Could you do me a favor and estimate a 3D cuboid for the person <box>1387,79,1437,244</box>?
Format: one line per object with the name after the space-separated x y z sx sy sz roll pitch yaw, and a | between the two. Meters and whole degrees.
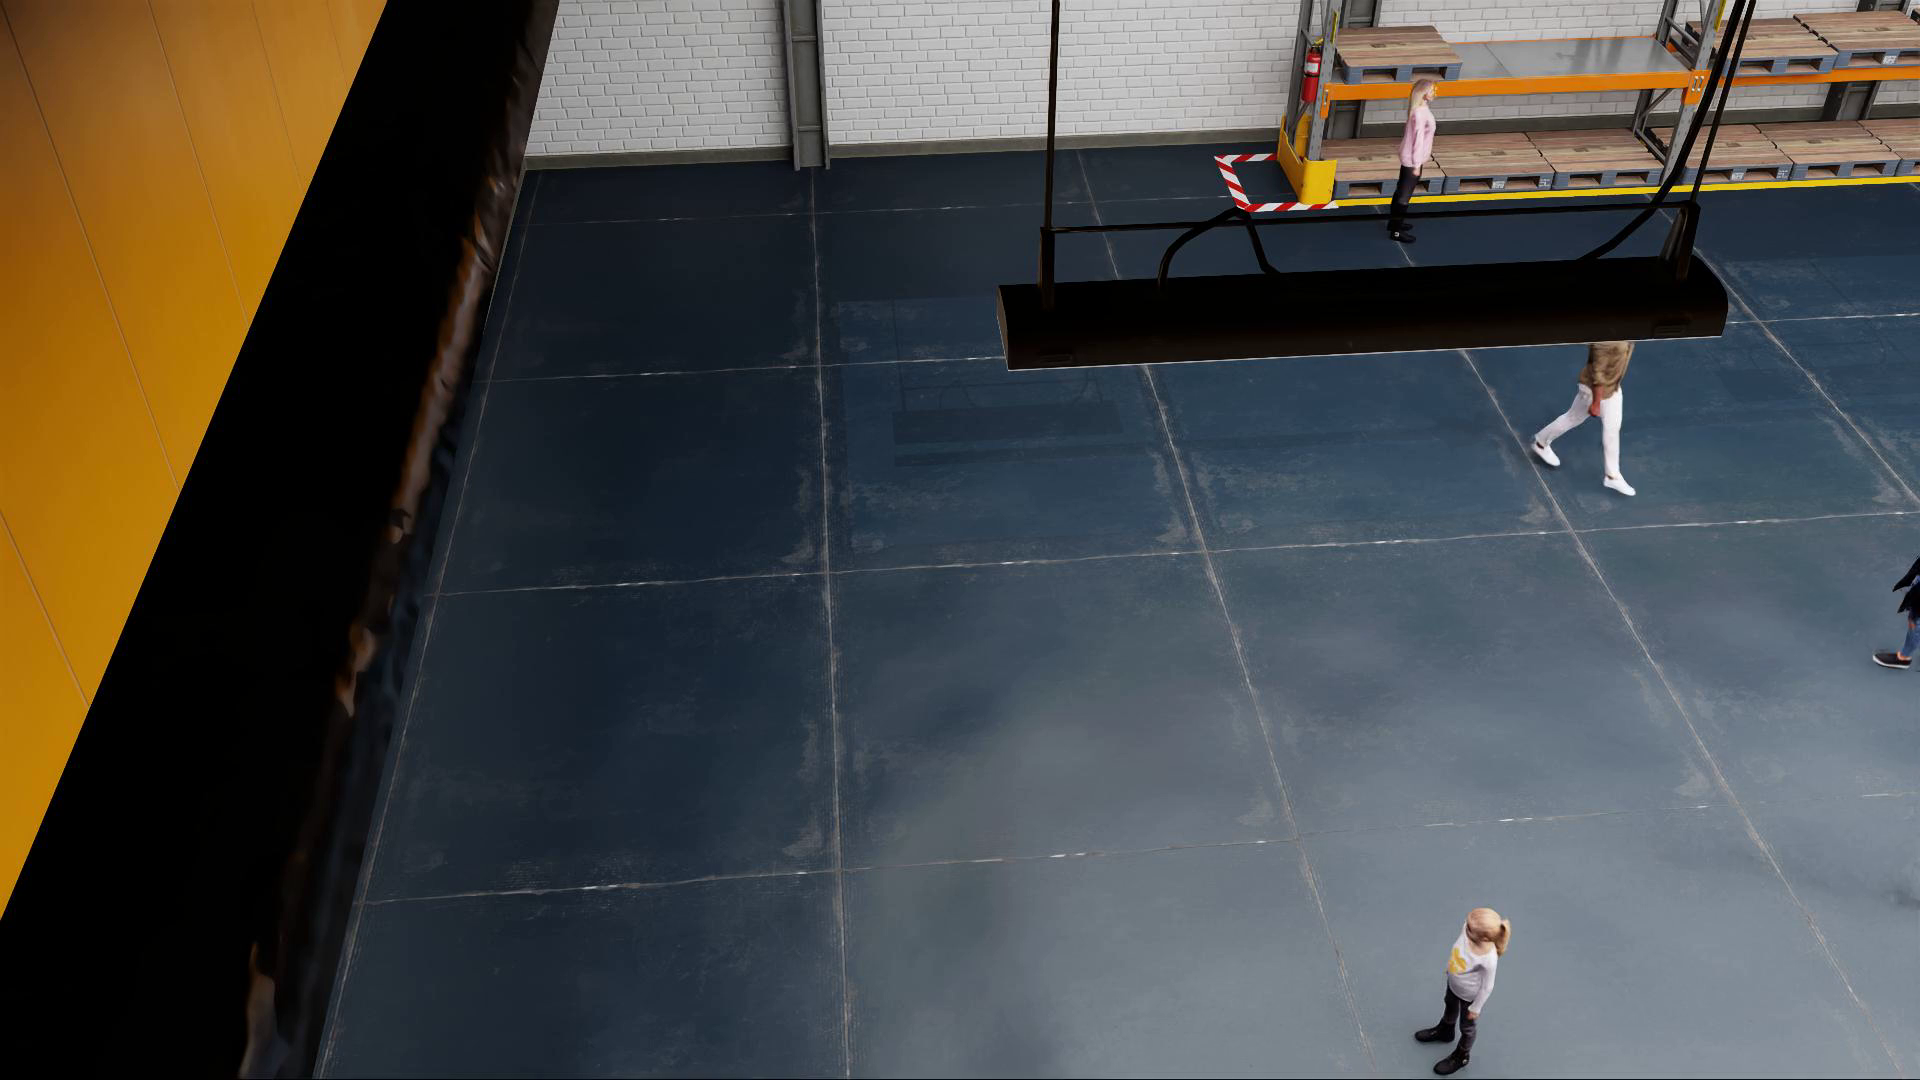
4.552 -3.851 16.790 0.609 1.688 0.644 5 39 6 | person

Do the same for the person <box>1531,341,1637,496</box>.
5.109 -1.260 13.474 1.245 1.778 1.238 -30 48 -32 | person

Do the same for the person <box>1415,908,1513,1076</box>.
2.817 2.465 9.210 0.511 1.278 0.505 -8 39 -9 | person
